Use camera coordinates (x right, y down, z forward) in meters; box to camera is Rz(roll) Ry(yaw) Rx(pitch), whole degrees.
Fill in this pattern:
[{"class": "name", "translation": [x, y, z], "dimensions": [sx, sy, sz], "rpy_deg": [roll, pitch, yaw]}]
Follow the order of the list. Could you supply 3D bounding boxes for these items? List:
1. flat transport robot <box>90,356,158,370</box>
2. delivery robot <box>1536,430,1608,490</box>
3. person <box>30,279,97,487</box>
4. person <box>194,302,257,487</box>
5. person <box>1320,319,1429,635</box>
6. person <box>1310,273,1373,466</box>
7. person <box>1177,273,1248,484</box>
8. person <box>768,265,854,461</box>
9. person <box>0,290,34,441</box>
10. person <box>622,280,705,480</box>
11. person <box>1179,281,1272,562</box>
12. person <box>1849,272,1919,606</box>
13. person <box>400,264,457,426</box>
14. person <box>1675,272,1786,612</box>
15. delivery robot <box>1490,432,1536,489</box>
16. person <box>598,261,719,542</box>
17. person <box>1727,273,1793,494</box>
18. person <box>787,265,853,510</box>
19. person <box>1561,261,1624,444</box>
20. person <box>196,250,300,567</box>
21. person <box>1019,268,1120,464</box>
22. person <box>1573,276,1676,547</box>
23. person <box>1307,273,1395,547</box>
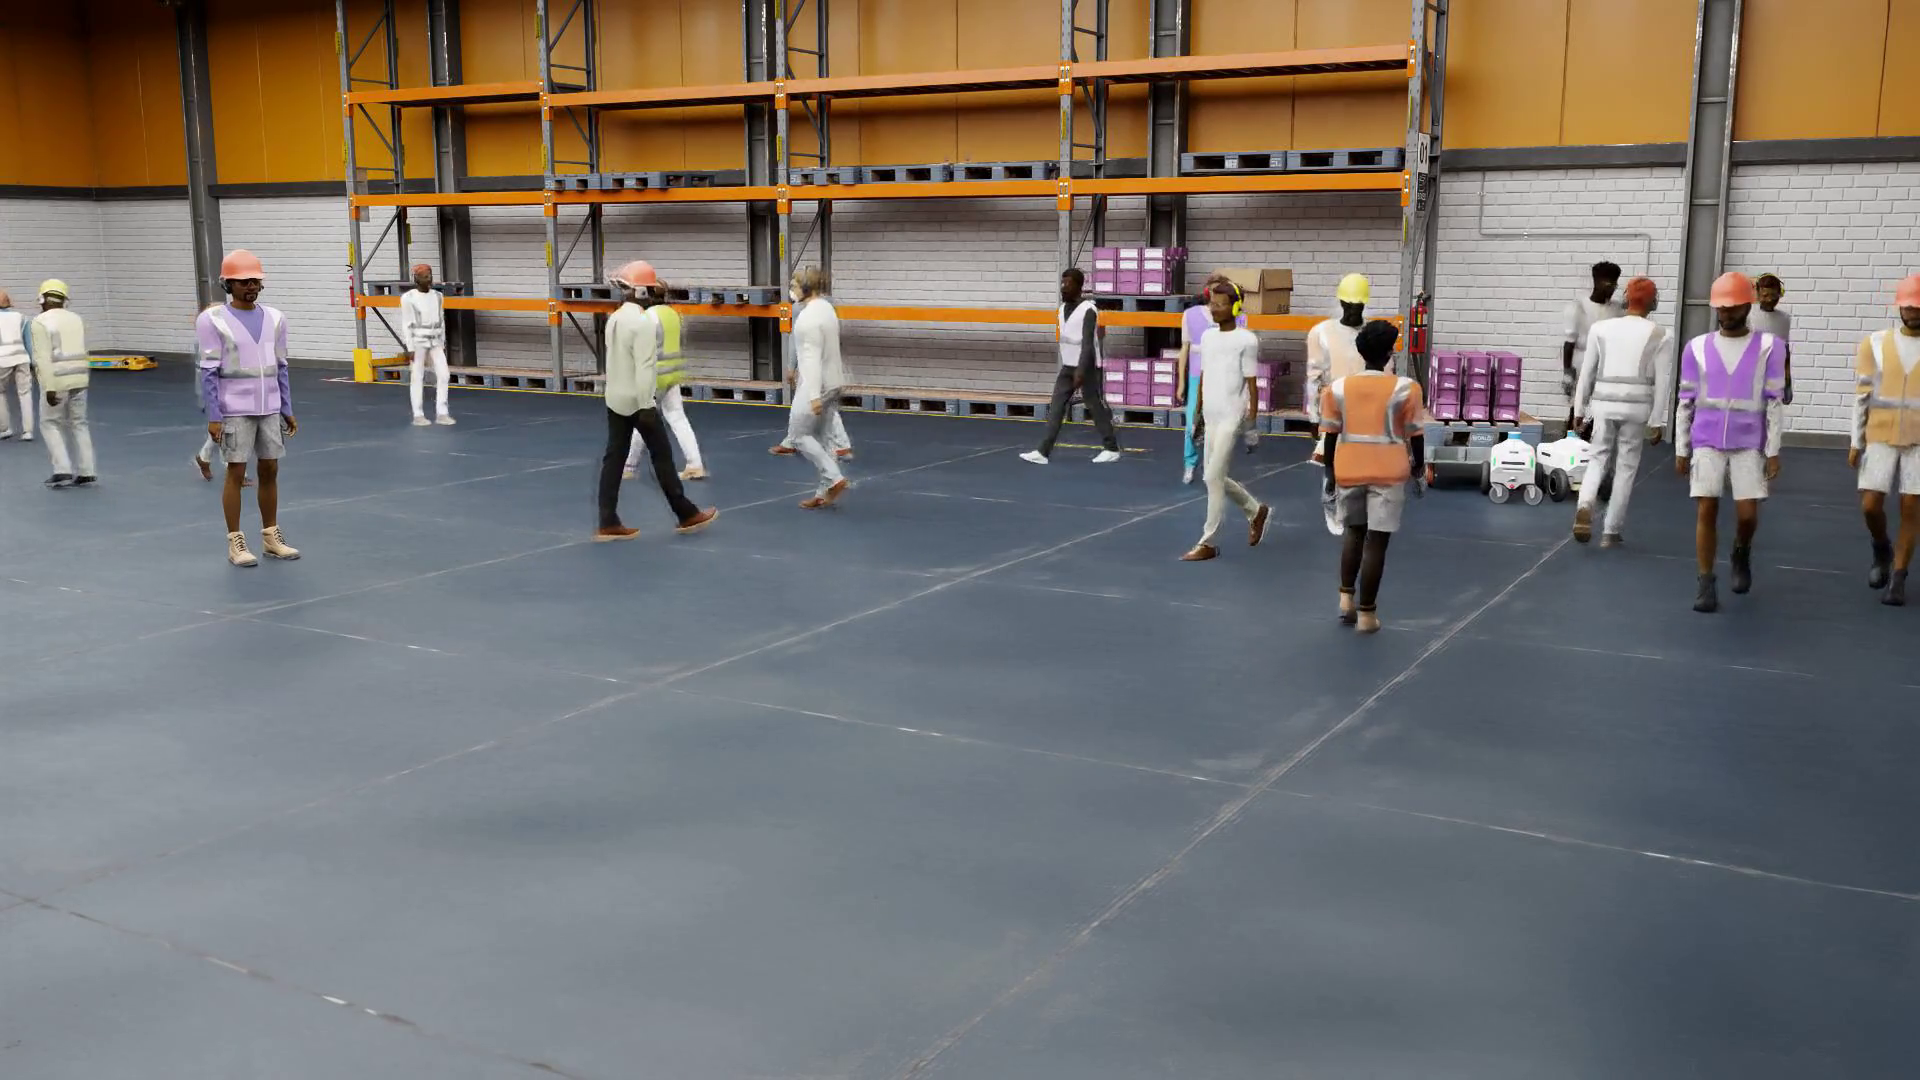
[{"class": "flat transport robot", "translation": [-14.298, -2.972, 27.834], "dimensions": [1.431, 0.197, 0.652], "rpy_deg": [-1, 10, -5]}, {"class": "delivery robot", "translation": [5.035, -0.663, 13.688], "dimensions": [0.477, 0.478, 0.707], "rpy_deg": [-1, 10, -4]}, {"class": "person", "translation": [-7.689, -1.339, 14.286], "dimensions": [0.520, 1.791, 0.613], "rpy_deg": [3, 11, 19]}, {"class": "person", "translation": [-6.425, -1.267, 14.411], "dimensions": [0.764, 1.599, 0.491], "rpy_deg": [4, 11, 24]}, {"class": "person", "translation": [2.236, -0.338, 8.932], "dimensions": [0.540, 1.681, 0.508], "rpy_deg": [7, 12, 35]}, {"class": "person", "translation": [3.682, -1.605, 15.733], "dimensions": [0.996, 1.820, 0.530], "rpy_deg": [-5, 11, -28]}, {"class": "person", "translation": [2.169, -1.366, 14.321], "dimensions": [0.597, 1.850, 0.467], "rpy_deg": [0, 10, 2]}, {"class": "person", "translation": [-1.430, -1.709, 16.123], "dimensions": [1.005, 1.891, 0.644], "rpy_deg": [5, 11, 25]}, {"class": "person", "translation": [-10.142, -1.856, 17.709], "dimensions": [0.682, 1.605, 0.529], "rpy_deg": [7, 12, 35]}, {"class": "person", "translation": [-2.680, -1.409, 14.697], "dimensions": [0.979, 1.792, 0.642], "rpy_deg": [4, 11, 23]}, {"class": "person", "translation": [1.788, -0.795, 11.050], "dimensions": [0.779, 1.852, 0.523], "rpy_deg": [-6, 12, -30]}, {"class": "person", "translation": [5.453, -0.580, 9.604], "dimensions": [0.555, 1.921, 0.462], "rpy_deg": [7, 12, 33]}, {"class": "person", "translation": [-6.095, -2.223, 19.091], "dimensions": [0.713, 1.855, 0.604], "rpy_deg": [7, 12, 36]}, {"class": "person", "translation": [4.375, -0.559, 9.478], "dimensions": [0.570, 1.925, 0.556], "rpy_deg": [6, 12, 31]}, {"class": "delivery robot", "translation": [4.506, -0.639, 13.554], "dimensions": [0.477, 0.478, 0.707], "rpy_deg": [3, 11, 18]}, {"class": "person", "translation": [-2.187, -0.981, 11.781], "dimensions": [0.961, 1.950, 0.653], "rpy_deg": [-8, 13, -38]}, {"class": "person", "translation": [6.708, -1.297, 13.888], "dimensions": [0.657, 1.845, 0.398], "rpy_deg": [-3, 10, -14]}, {"class": "person", "translation": [-1.121, -1.164, 12.926], "dimensions": [0.440, 1.920, 0.651], "rpy_deg": [2, 10, 14]}, {"class": "person", "translation": [5.613, -1.515, 14.850], "dimensions": [0.621, 1.938, 0.450], "rpy_deg": [-2, 10, -12]}, {"class": "person", "translation": [-4.605, -0.853, 10.820], "dimensions": [0.374, 2.043, 0.614], "rpy_deg": [7, 12, 34]}, {"class": "person", "translation": [1.098, -1.644, 15.826], "dimensions": [1.043, 1.862, 0.609], "rpy_deg": [-5, 11, -27]}, {"class": "person", "translation": [4.464, -0.844, 11.275], "dimensions": [0.629, 1.864, 0.618], "rpy_deg": [7, 12, 36]}, {"class": "person", "translation": [2.711, -0.912, 11.592], "dimensions": [0.597, 1.899, 0.783], "rpy_deg": [2, 10, 12]}]
